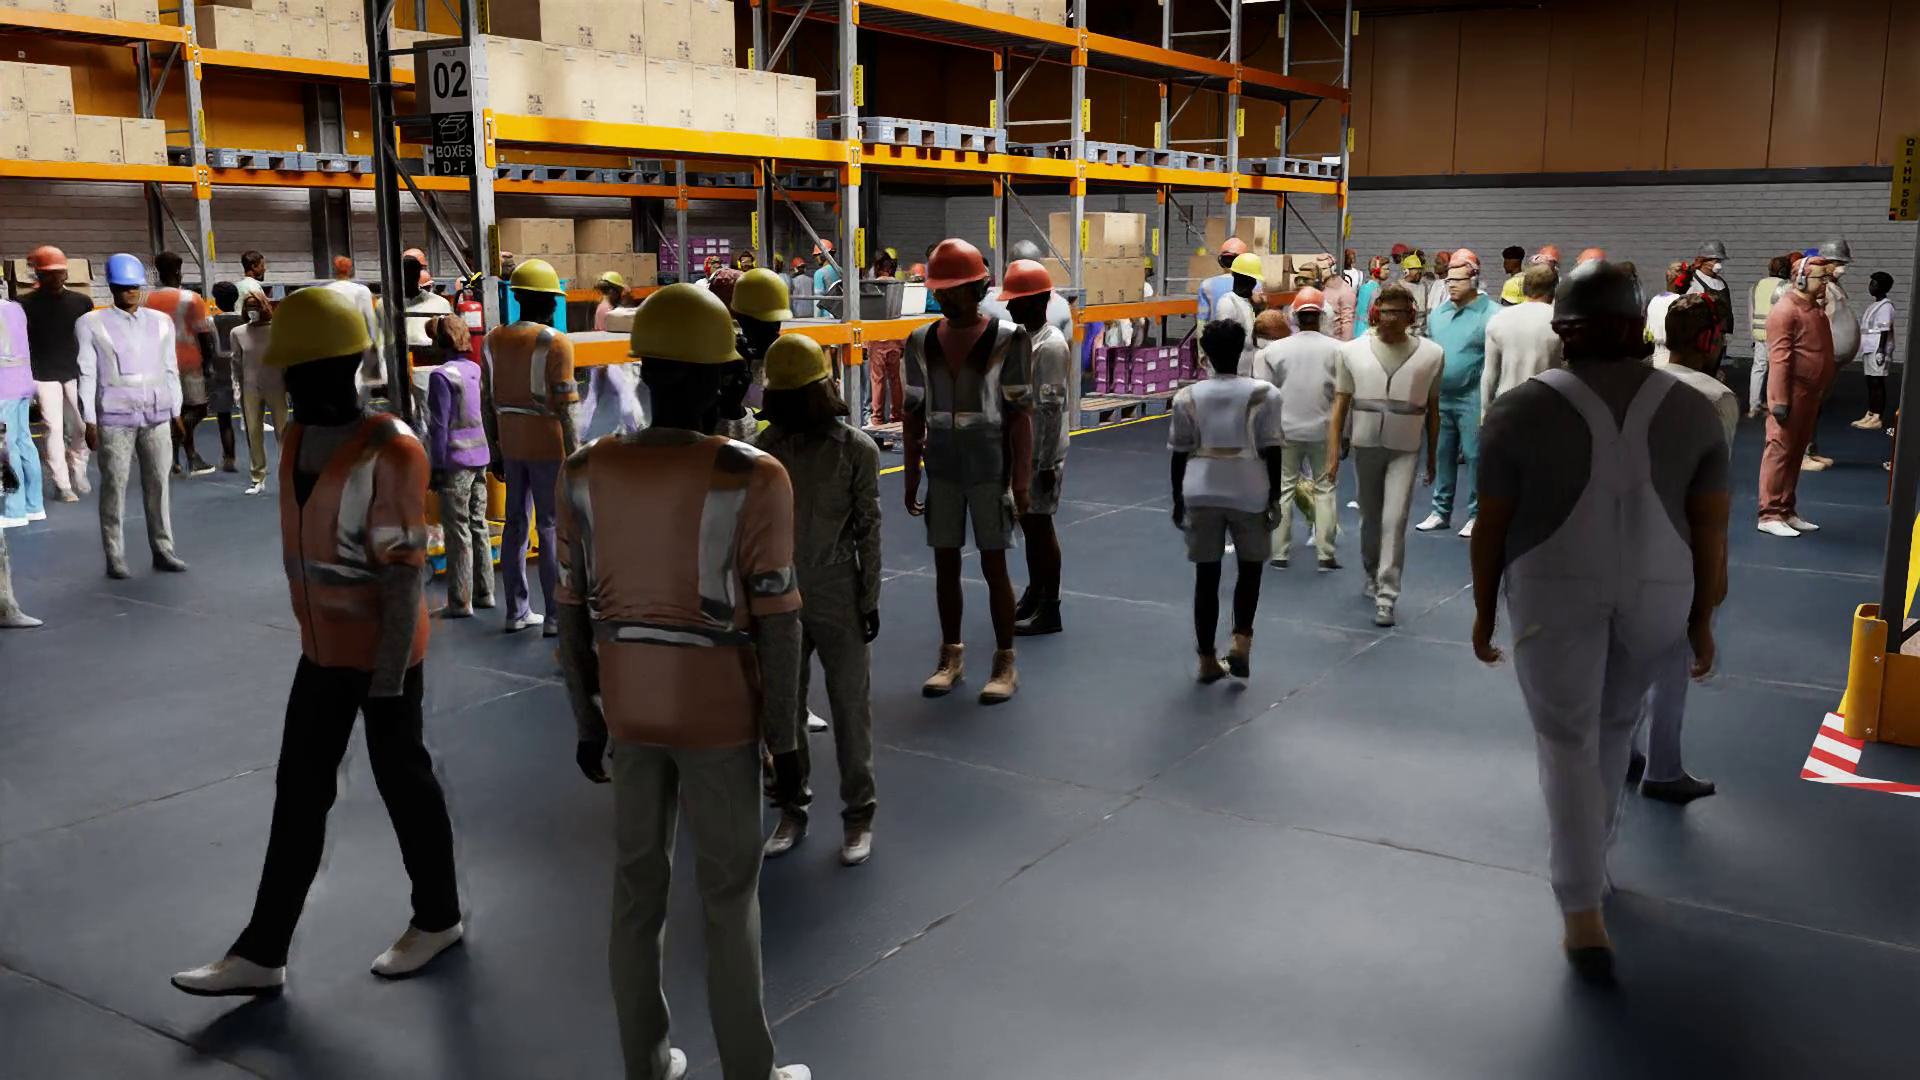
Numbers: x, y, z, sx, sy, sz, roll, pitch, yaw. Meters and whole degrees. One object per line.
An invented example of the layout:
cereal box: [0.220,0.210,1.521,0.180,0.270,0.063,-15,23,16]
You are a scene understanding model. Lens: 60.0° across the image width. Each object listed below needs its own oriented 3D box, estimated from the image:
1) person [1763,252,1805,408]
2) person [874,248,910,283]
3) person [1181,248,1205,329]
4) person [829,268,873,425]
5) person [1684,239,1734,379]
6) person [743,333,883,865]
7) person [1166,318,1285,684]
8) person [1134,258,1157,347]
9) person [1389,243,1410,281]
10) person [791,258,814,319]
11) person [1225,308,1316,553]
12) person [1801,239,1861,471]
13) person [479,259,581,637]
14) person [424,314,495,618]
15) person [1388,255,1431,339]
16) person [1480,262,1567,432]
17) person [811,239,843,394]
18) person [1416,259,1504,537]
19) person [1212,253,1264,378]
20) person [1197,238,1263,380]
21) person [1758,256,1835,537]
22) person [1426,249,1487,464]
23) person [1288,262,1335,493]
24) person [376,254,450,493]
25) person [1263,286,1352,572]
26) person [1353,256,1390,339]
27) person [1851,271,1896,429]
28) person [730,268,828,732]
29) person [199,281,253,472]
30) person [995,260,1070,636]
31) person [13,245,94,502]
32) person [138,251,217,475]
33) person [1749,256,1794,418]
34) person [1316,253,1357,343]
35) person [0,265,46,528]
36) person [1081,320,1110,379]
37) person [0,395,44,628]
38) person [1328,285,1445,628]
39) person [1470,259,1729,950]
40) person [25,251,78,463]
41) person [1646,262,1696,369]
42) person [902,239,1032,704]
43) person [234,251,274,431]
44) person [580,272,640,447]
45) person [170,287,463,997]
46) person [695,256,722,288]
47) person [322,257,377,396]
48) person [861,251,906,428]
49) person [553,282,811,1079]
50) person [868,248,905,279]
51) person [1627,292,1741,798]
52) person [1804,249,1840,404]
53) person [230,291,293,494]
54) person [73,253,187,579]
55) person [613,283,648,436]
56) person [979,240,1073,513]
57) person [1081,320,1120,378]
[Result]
person: [10.001,-2.511,20.007,0.589,1.874,0.347,-6,12,-31]
person: [-0.991,-3.325,24.424,0.588,1.913,0.536,-7,12,-35]
person: [3.918,-3.844,27.358,0.604,1.881,0.876,-4,11,-21]
person: [-1.131,-2.175,18.070,0.598,1.907,0.409,-4,11,-23]
person: [7.678,-2.075,17.130,0.681,2.000,0.535,-6,12,-29]
person: [-0.496,0.195,5.410,0.494,1.730,0.324,2,10,10]
person: [1.212,-0.174,7.636,0.556,1.662,0.450,4,11,19]
person: [2.752,-3.308,24.747,0.367,1.757,0.557,2,11,14]
person: [6.969,-3.697,26.326,0.461,1.967,0.632,5,11,26]
person: [-2.519,-3.577,26.272,0.339,1.742,0.563,8,13,36]
person: [2.092,-0.708,10.799,0.775,1.600,0.518,-3,11,-14]
person: [7.657,-1.639,14.714,0.535,2.000,0.684,9,13,39]
person: [-2.172,-0.467,8.539,0.592,1.923,0.381,5,11,27]
person: [-2.701,-0.401,8.995,0.313,1.631,0.525,2,10,9]
person: [5.628,-2.645,20.856,0.599,1.835,0.404,-2,10,-12]
person: [3.661,-0.839,10.710,0.644,1.895,1.022,9,14,42]
person: [-1.738,-2.908,21.785,0.405,2.032,0.610,6,12,32]
person: [3.433,-0.971,11.419,0.395,1.899,0.664,-8,13,-36]
person: [2.235,-1.337,13.381,0.386,1.917,0.584,5,11,24]
person: [2.505,-1.766,15.417,0.615,2.038,0.395,4,11,21]
person: [5.783,-0.985,11.459,0.639,1.911,0.406,-10,14,-43]
person: [4.516,-1.656,15.090,0.359,1.937,0.552,-5,11,-25]
person: [2.775,-1.305,13.399,0.337,1.846,0.514,-6,12,-29]
person: [-4.358,-1.325,13.350,0.589,1.911,0.387,0,10,1]
person: [2.135,-0.679,10.237,0.562,1.744,0.365,3,11,14]
person: [4.527,-2.194,18.328,0.373,1.843,0.570,0,10,0]
person: [9.837,-2.028,17.847,0.319,1.694,0.535,2,11,13]
person: [-0.795,-0.131,6.720,0.591,1.913,0.397,-10,14,-43]
person: [-6.280,-1.403,14.400,0.563,1.672,0.550,-6,12,-30]
person: [0.364,-0.465,8.544,0.388,1.926,0.549,-3,11,-14]
person: [-6.949,-1.272,12.861,0.619,1.982,0.453,-10,14,-44]
person: [-6.686,-1.480,14.136,0.646,1.936,0.688,2,10,13]
person: [9.216,-2.275,18.817,0.429,1.833,0.644,-2,11,-13]
person: [3.726,-1.974,17.009,0.394,1.892,0.638,-8,13,-36]
person: [-6.773,-1.041,11.743,0.394,1.918,0.585,-1,10,-5]
person: [1.980,-3.357,24.398,0.410,1.984,0.617,-8,13,-37]
person: [-5.215,-0.332,8.644,0.698,1.612,0.510,-1,10,-5]
person: [2.324,-0.491,9.072,0.578,1.790,0.998,3,11,17]
person: [1.858,0.136,4.875,0.688,2.000,1.009,1,10,3]
person: [-8.292,-1.673,15.188,0.372,1.940,0.631,-9,14,-41]
person: [6.012,-1.436,14.151,0.390,1.838,0.563,-1,10,-6]
person: [0.014,-0.294,7.314,0.613,2.028,0.409,4,11,23]
person: [-7.511,-2.098,17.639,0.396,1.910,0.586,-8,13,-37]
person: [-3.344,-1.725,16.102,0.872,1.709,0.536,-3,11,-18]
person: [-1.671,0.298,4.377,0.612,1.891,0.816,7,12,35]
person: [-2.991,-2.462,19.855,0.392,1.836,0.561,5,11,25]
person: [-6.900,-2.269,18.792,0.583,1.819,1.054,-2,10,-13]
person: [-0.790,-2.098,17.641,0.598,1.908,0.410,-9,14,-41]
person: [-0.622,0.390,3.785,0.589,1.928,0.385,4,11,19]
person: [-1.214,-3.926,27.798,0.704,1.905,0.681,1,10,5]
person: [2.567,0.024,6.069,0.388,1.837,0.562,-3,11,-15]
person: [10.599,-2.630,20.578,0.449,1.905,0.716,-1,10,-6]
person: [-5.543,-1.168,13.254,0.505,1.626,0.281,0,10,-1]
person: [-4.983,-0.747,10.031,0.404,1.945,0.615,8,13,39]
person: [-3.354,-1.809,16.873,0.513,1.600,0.863,-8,13,-39]
person: [0.436,-1.138,11.934,0.717,2.000,0.537,-2,10,-13]
person: [2.080,-3.380,24.361,0.834,2.000,0.708,-3,11,-14]
